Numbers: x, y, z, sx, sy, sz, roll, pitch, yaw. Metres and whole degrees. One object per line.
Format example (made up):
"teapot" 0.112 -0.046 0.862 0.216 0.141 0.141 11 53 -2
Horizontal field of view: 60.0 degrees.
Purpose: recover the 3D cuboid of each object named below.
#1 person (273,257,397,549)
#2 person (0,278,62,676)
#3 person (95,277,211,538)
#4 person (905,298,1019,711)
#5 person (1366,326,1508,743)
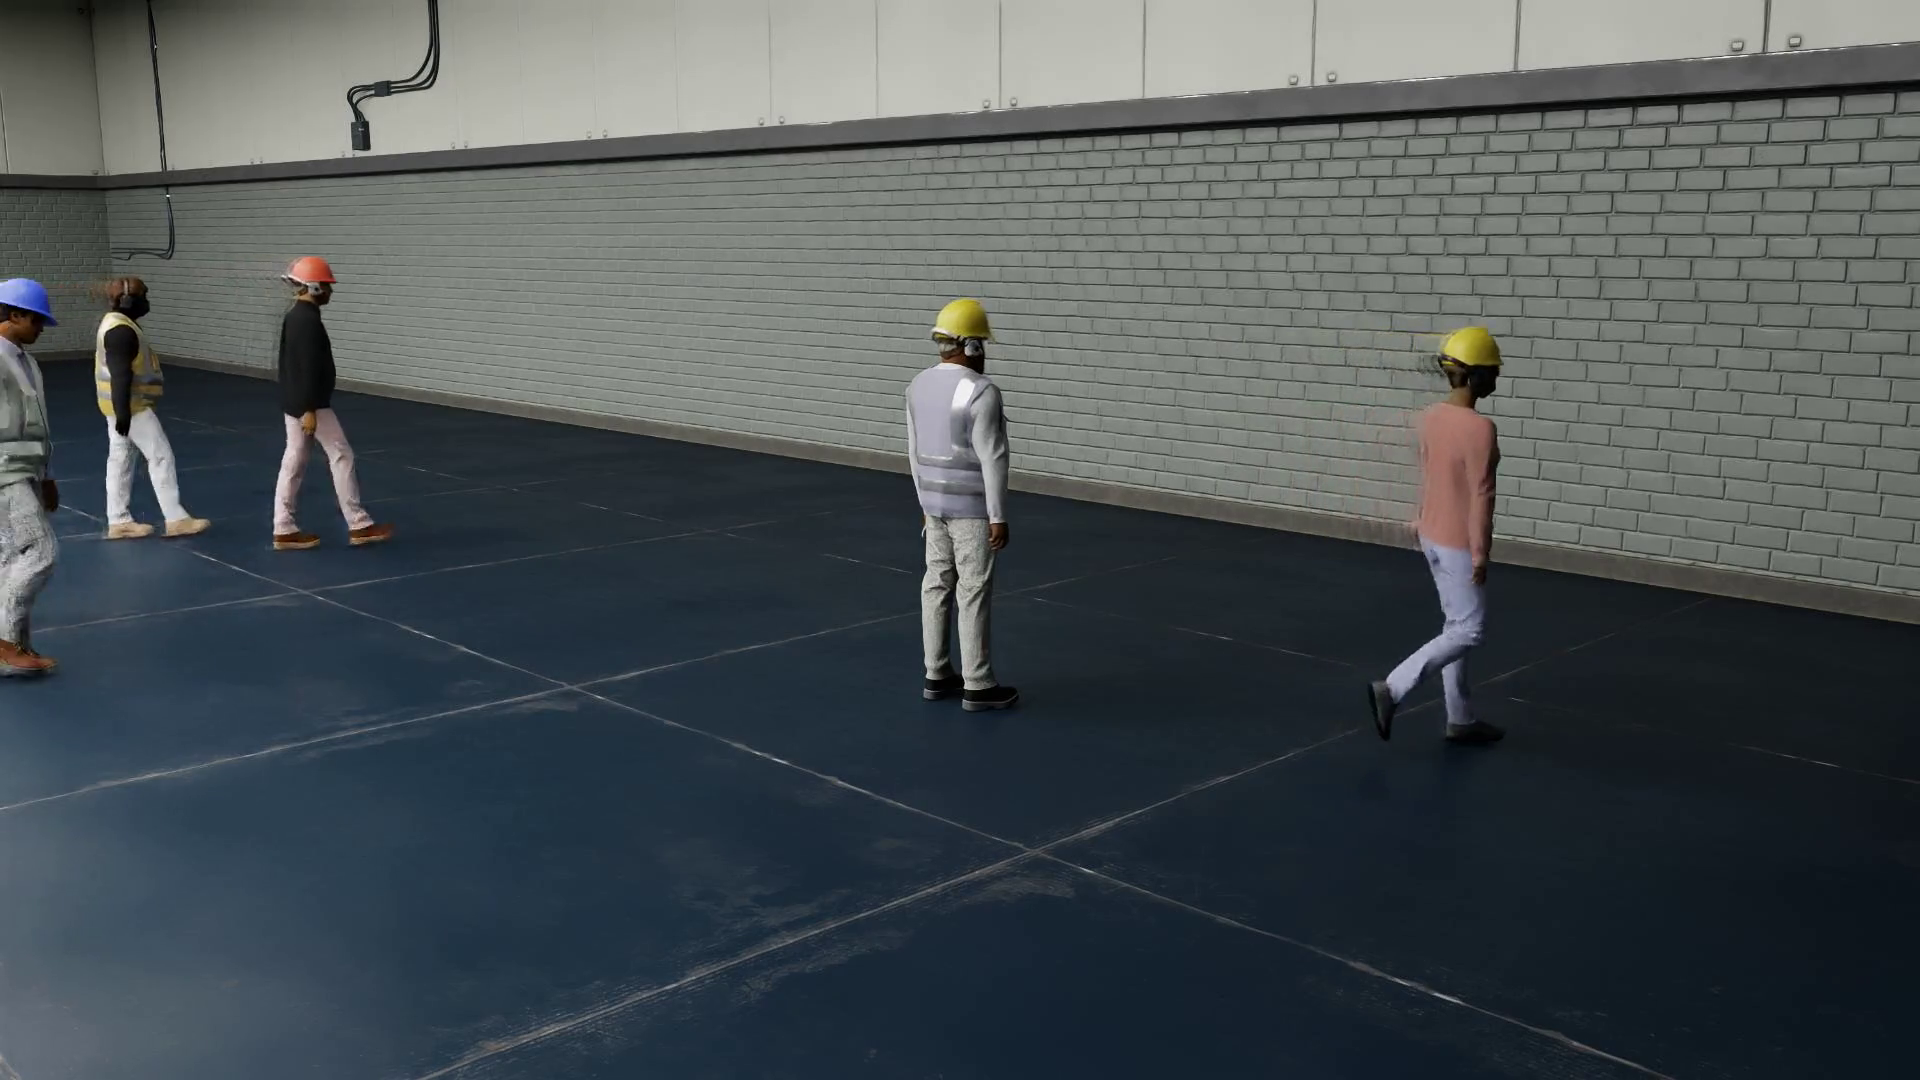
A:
"person" -4.296 -0.927 11.296 0.909 1.953 0.645 -7 12 -33
"person" -4.517 -0.286 7.956 0.438 1.900 0.663 -2 11 -9
"person" -5.659 -0.922 11.659 0.781 1.815 0.661 -5 12 -27
"person" 0.020 -0.163 7.482 0.404 1.834 0.589 -9 14 -40
"person" 1.987 0.005 6.804 0.623 1.748 0.526 -2 11 -11
